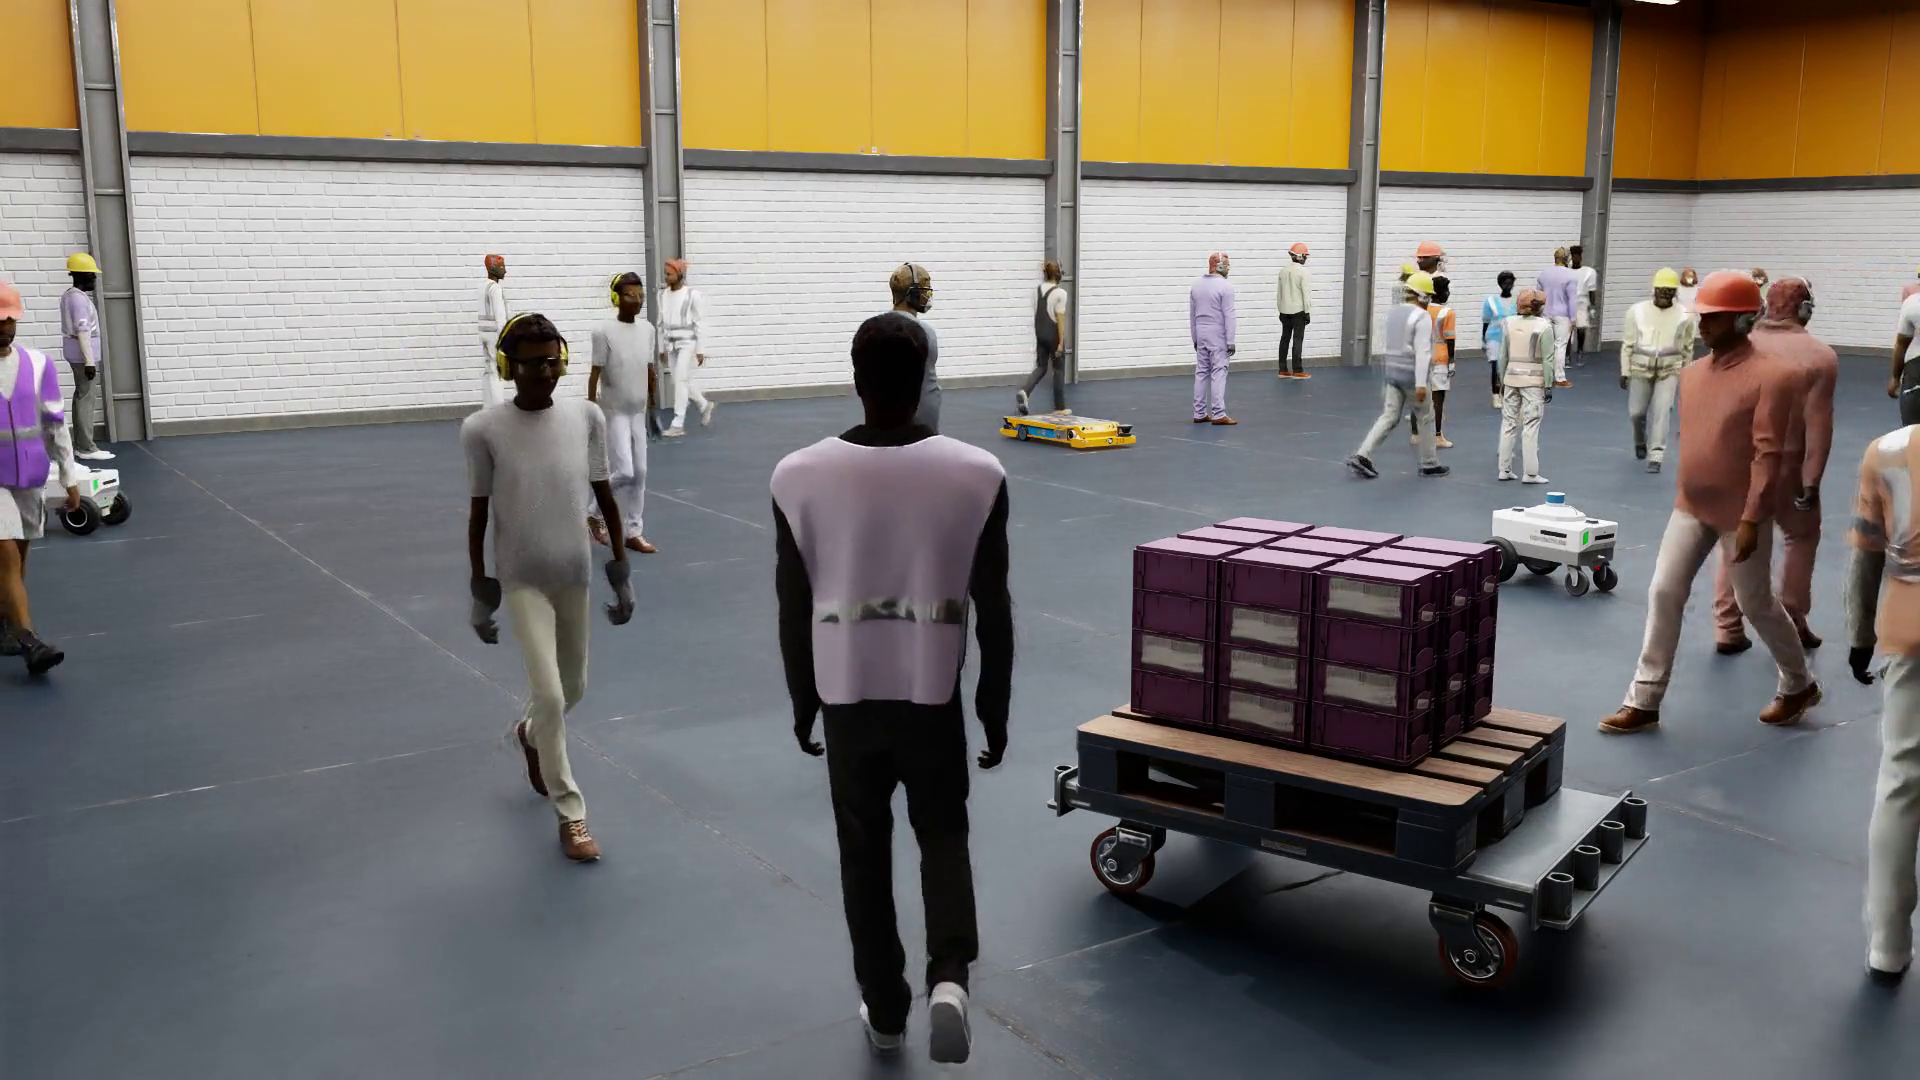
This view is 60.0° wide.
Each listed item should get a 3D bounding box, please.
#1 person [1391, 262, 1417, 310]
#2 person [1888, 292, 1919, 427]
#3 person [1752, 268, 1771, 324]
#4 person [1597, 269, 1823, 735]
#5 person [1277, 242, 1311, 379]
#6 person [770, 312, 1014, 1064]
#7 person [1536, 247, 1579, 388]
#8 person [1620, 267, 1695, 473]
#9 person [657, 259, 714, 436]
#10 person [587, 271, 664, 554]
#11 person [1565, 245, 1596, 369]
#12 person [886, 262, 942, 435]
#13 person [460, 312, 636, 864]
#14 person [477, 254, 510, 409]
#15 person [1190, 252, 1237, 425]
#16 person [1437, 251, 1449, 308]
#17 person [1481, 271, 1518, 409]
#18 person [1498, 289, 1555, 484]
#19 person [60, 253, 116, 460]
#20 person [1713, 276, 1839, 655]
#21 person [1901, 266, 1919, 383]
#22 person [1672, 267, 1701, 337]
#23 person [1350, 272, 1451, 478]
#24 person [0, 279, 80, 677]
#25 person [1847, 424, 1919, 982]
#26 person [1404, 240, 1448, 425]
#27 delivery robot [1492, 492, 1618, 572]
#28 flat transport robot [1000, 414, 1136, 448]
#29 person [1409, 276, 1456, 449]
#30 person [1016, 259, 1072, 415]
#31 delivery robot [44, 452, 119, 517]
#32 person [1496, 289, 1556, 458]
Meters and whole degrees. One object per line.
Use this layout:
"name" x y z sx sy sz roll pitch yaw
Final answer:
"person" 6.751 -3.371 25.260 0.492 1.704 0.671 0 10 -1
"person" 7.677 -1.301 13.003 0.686 2.000 0.908 2 11 12
"person" 12.331 -3.411 25.796 0.527 1.585 0.789 0 10 0
"person" 3.234 -0.148 6.942 0.995 1.958 0.611 -4 11 -22
"person" 4.930 -3.366 24.457 0.391 1.990 0.621 -7 12 -33
"person" -0.163 0.398 4.110 0.594 1.900 0.547 -1 10 -4
"person" 8.236 -3.064 22.957 0.350 1.935 0.634 -7 12 -33
"person" 6.215 -1.524 14.852 0.598 1.816 0.694 4 11 22
"person" -2.900 -2.044 17.610 0.587 1.860 0.824 7 12 33
"person" -2.224 -0.829 10.921 0.452 1.859 0.505 8 13 36
"person" 9.673 -3.658 26.165 0.645 1.949 0.431 5 11 26
"person" -0.305 -0.558 9.213 0.355 1.937 0.634 -7 12 -33
"person" -1.437 0.125 5.758 0.574 1.836 0.835 -7 12 -32
"person" -5.177 -2.228 18.521 0.337 1.881 0.583 -7 12 -33
"person" 2.845 -2.231 18.480 0.401 1.904 0.651 -7 12 -33
"person" 6.255 -2.851 21.922 0.429 1.890 0.676 1 10 4
"person" 6.609 -2.448 20.282 0.532 1.669 0.692 1 10 6
"person" 4.780 -1.291 14.057 0.311 1.636 0.522 -7 12 -33
"person" -8.169 -1.710 15.560 0.383 1.924 0.594 -7 12 -33
"person" 4.080 -0.371 8.328 0.725 1.877 0.656 -9 14 -40
"person" 13.244 -2.962 22.910 0.527 1.757 0.433 5 12 26
"person" 10.963 -3.307 25.152 0.505 1.622 0.527 4 11 19
"person" 3.814 -1.408 14.296 0.905 1.790 0.607 -4 11 -21
"person" -4.560 -0.307 8.008 1.011 1.873 0.552 8 13 39
"person" 2.886 0.278 4.809 0.608 1.869 0.996 8 13 39
"person" 5.165 -2.288 18.410 0.391 2.040 0.614 0 10 -1
"delivery robot" 3.539 -0.041 9.914 0.477 0.478 0.707 -7 12 -33
"flat transport robot" 1.077 -1.120 16.864 0.652 0.197 1.431 -7 12 -33
"person" 4.667 -1.751 16.407 0.318 1.698 0.540 -7 12 -33
"person" 0.989 -2.300 19.093 0.523 1.828 0.762 9 14 42
"delivery robot" -6.373 -0.384 11.796 0.707 0.478 0.477 0 10 2
"person" 5.342 -1.577 15.754 0.875 1.598 0.527 -9 14 -42
